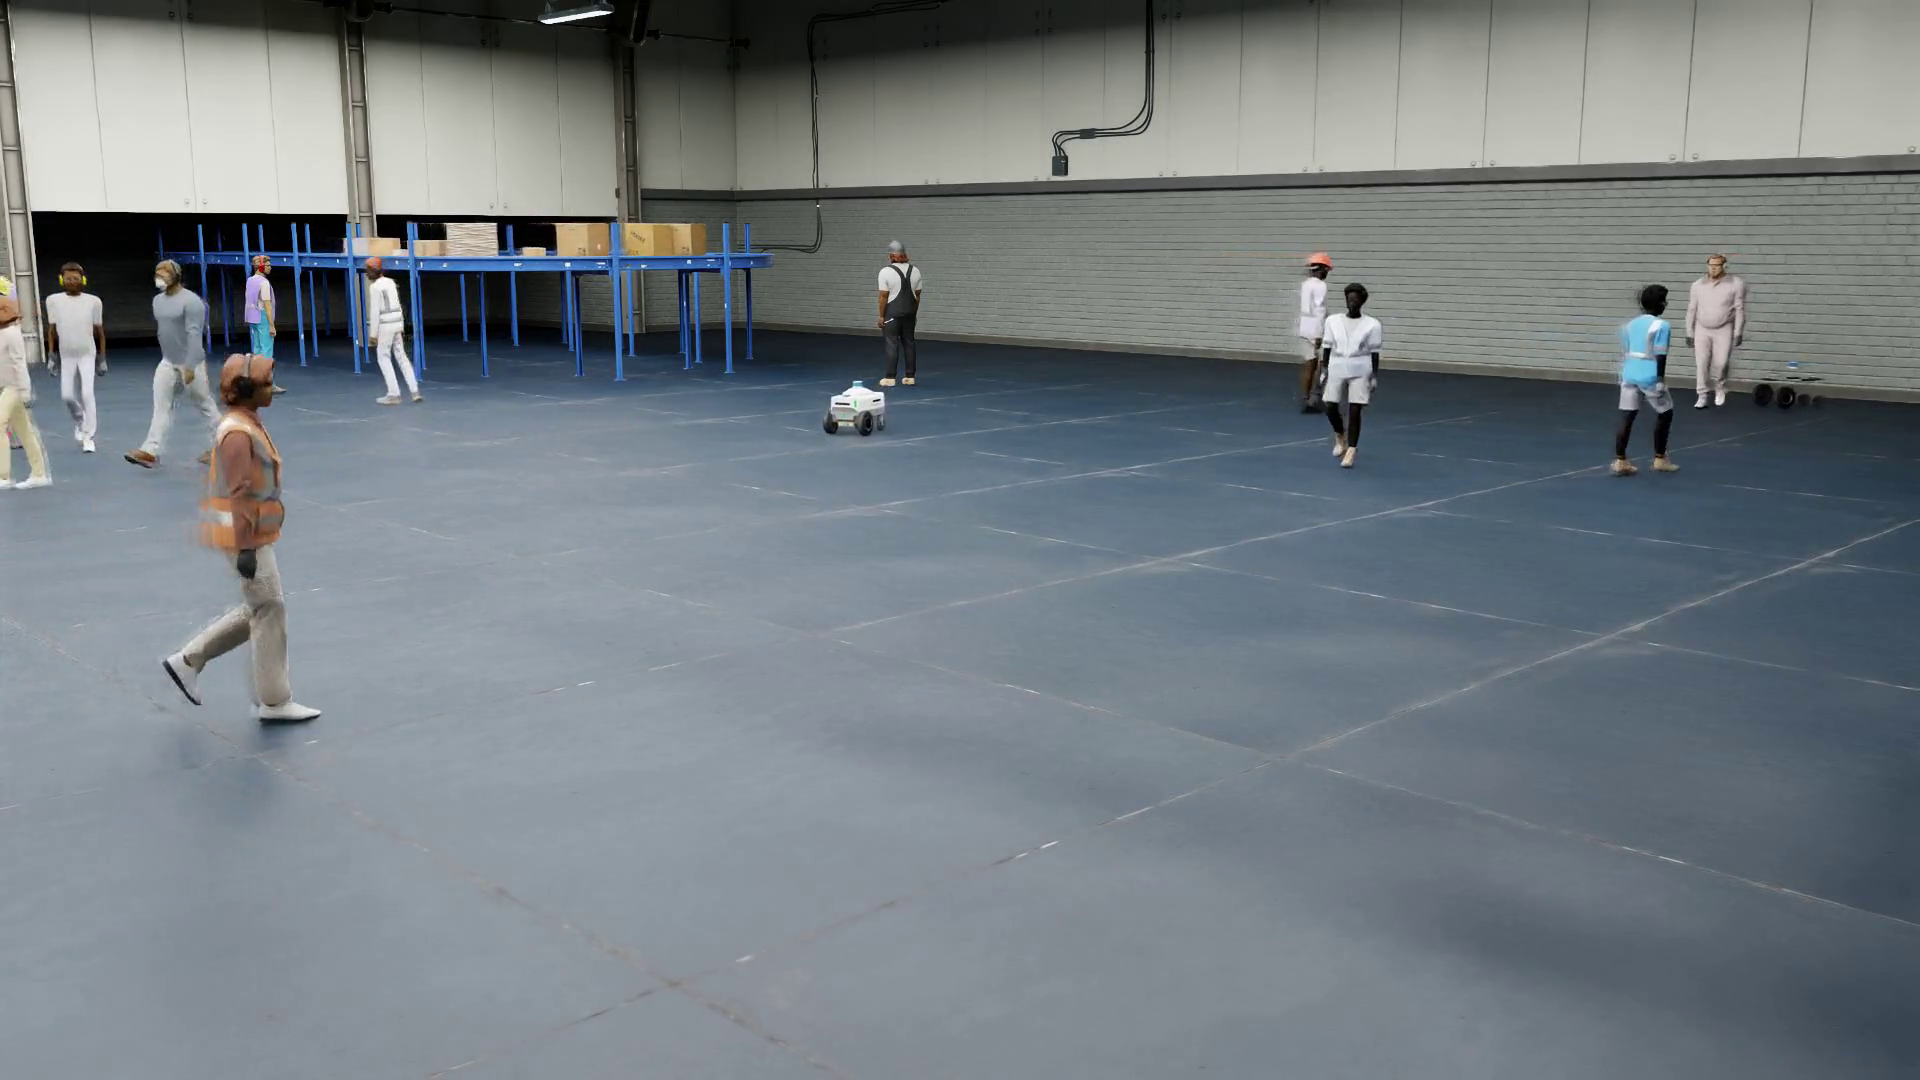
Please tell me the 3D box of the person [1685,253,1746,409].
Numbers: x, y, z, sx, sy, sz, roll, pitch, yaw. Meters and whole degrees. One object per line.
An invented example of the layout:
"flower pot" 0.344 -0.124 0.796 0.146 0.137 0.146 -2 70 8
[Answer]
"person" 9.191 -2.545 20.307 0.676 1.889 0.431 8 13 36

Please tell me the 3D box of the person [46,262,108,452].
"person" -8.712 -1.812 16.412 0.540 1.856 0.572 -4 11 -20

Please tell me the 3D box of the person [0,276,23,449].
"person" -9.711 -1.777 16.649 0.867 1.708 0.577 9 13 39

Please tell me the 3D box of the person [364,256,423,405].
"person" -7.125 -2.637 20.953 0.573 1.847 0.656 2 11 9

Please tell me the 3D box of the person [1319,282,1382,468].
"person" 3.586 -1.520 15.262 0.556 1.685 0.419 4 11 23

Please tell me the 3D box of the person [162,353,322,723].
"person" -3.131 0.006 7.166 0.542 1.621 0.515 -3 11 -18

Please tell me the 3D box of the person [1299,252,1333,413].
"person" 4.278 -2.470 19.865 0.463 1.903 0.591 -2 11 -12

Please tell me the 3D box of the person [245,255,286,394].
"person" -9.382 -2.895 22.345 0.570 1.843 0.372 10 14 44

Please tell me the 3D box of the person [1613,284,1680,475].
"person" 6.121 -1.410 14.683 0.700 1.667 0.552 -3 11 -18

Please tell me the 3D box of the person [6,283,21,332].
"person" -12.187 -2.650 20.935 0.631 1.886 0.857 -5 11 -25

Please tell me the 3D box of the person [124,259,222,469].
"person" -7.151 -1.595 15.141 0.655 1.883 1.004 5 12 26

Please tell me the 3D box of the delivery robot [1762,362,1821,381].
"delivery robot" 10.344 -2.098 20.676 0.698 0.223 0.335 -2 11 -11

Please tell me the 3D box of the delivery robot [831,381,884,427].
"delivery robot" -1.104 -1.474 17.979 0.477 0.478 0.707 5 11 24

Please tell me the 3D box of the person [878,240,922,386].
"person" -0.906 -3.193 23.553 0.683 2.000 0.538 -7 13 -35

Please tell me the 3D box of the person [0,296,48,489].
"person" -7.970 -1.213 13.788 0.665 1.609 0.534 -9 14 -41
